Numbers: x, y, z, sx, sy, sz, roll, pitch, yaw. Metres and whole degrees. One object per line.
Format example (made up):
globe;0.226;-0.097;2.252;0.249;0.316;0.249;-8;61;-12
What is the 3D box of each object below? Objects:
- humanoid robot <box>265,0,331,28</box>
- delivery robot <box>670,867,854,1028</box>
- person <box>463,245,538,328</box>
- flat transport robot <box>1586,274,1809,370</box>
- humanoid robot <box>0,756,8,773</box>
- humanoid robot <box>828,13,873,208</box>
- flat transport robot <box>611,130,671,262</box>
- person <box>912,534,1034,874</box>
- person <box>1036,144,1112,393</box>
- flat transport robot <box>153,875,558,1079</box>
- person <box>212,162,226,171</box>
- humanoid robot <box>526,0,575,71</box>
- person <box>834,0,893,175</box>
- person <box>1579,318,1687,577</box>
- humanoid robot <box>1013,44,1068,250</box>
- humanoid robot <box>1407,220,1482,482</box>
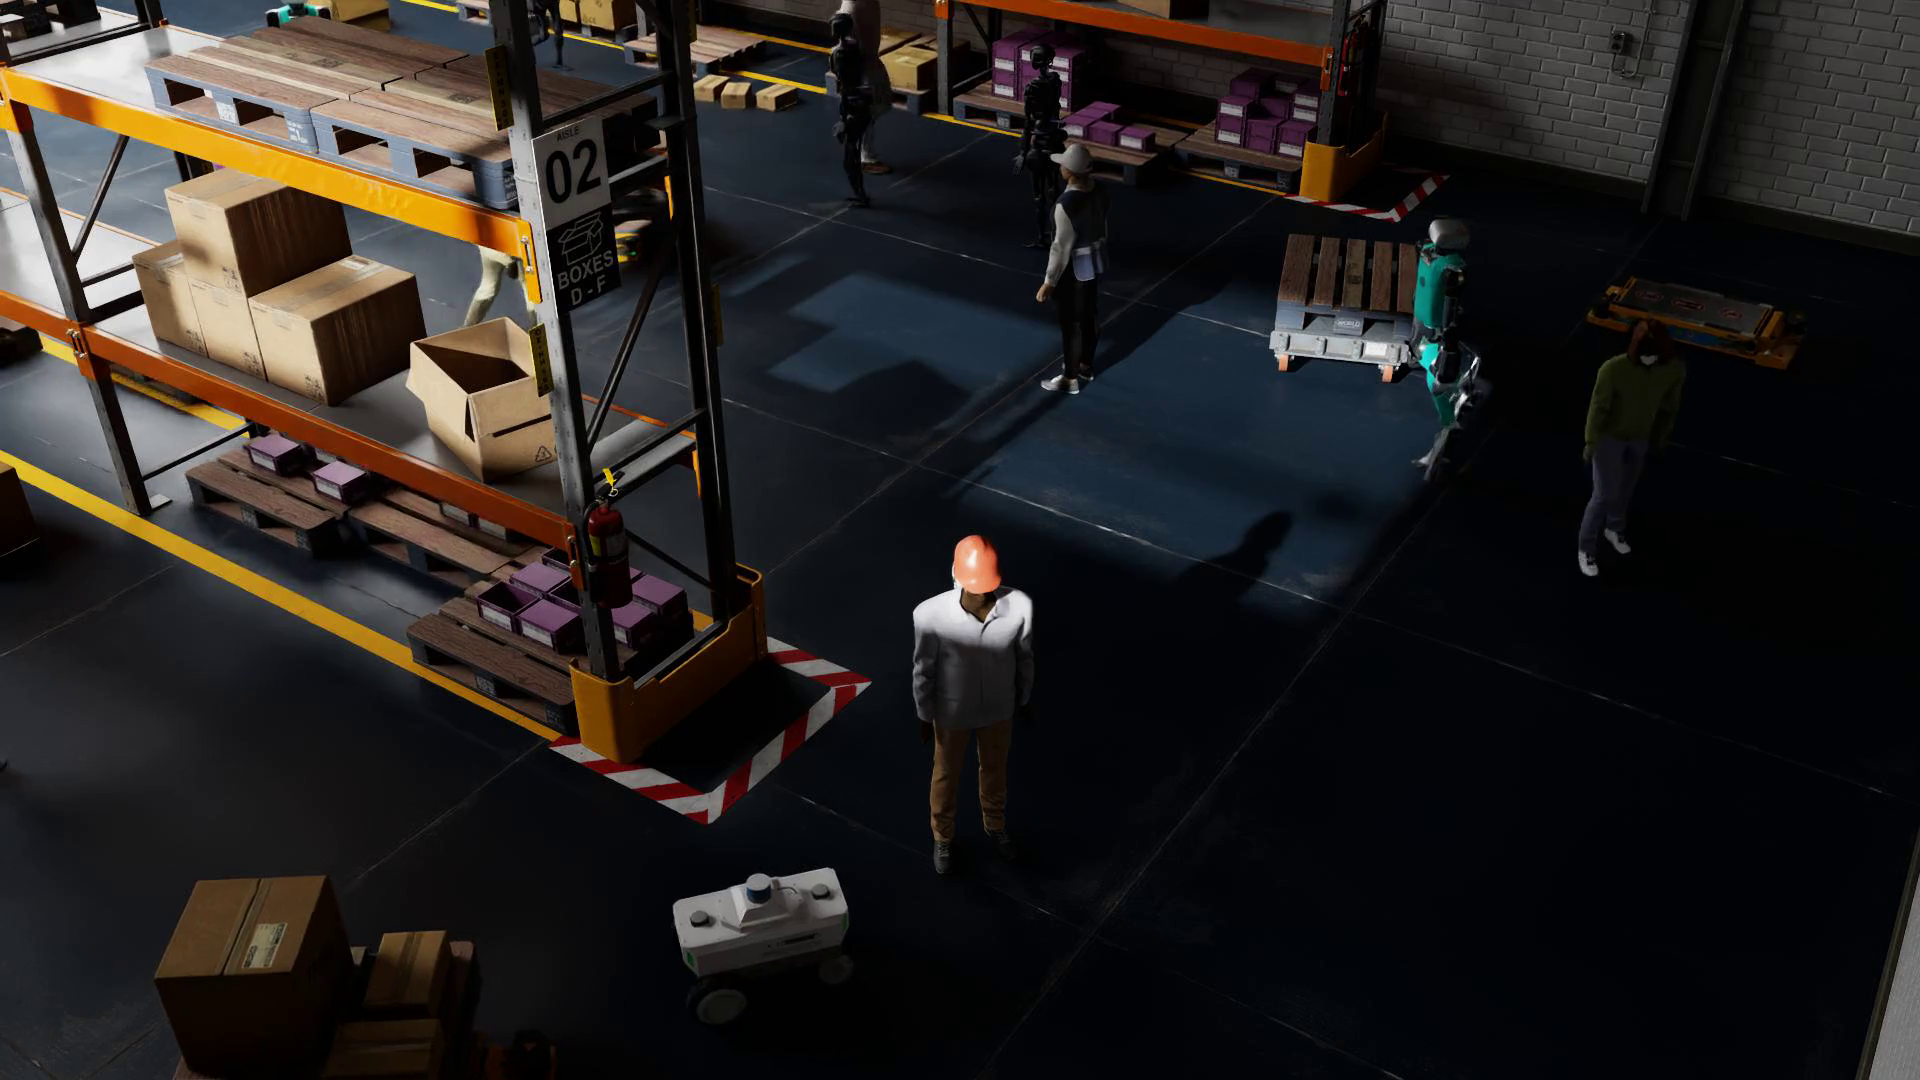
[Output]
humanoid robot;-5.595;-3.798;14.470;0.545;1.897;0.737;-14;35;-20
delivery robot;-0.836;1.661;7.050;0.772;0.585;0.499;-10;34;-15
person;-3.294;-2.093;11.770;0.795;1.708;0.588;-27;42;-35
flat transport robot;5.489;-1.637;12.389;1.431;0.231;0.659;20;38;28
humanoid robot;-5.075;0.485;7.881;0.704;1.625;0.592;7;34;10
humanoid robot;-0.932;-3.659;14.215;0.336;1.642;0.598;5;33;8
flat transport robot;-2.962;-2.690;14.007;0.659;0.231;1.431;-3;33;-4
person;0.065;0.726;7.395;0.559;1.751;0.323;-9;34;-14
person;0.787;-1.839;11.333;0.433;1.759;0.762;20;38;28
flat transport robot;-2.331;2.244;6.424;1.431;0.231;0.659;-2;33;-3
person;-5.171;-2.500;12.268;0.522;1.846;0.320;4;33;7
humanoid robot;-4.407;-5.784;17.482;0.519;1.645;0.600;19;38;27
person;-0.868;-4.219;14.842;0.511;1.919;0.641;9;34;14
person;3.800;-0.546;9.495;0.506;1.592;0.565;-4;33;-5
humanoid robot;0.664;-3.186;13.469;0.315;1.654;0.599;20;38;27
humanoid robot;3.082;-1.095;10.282;0.758;1.859;0.557;-6;34;-9
